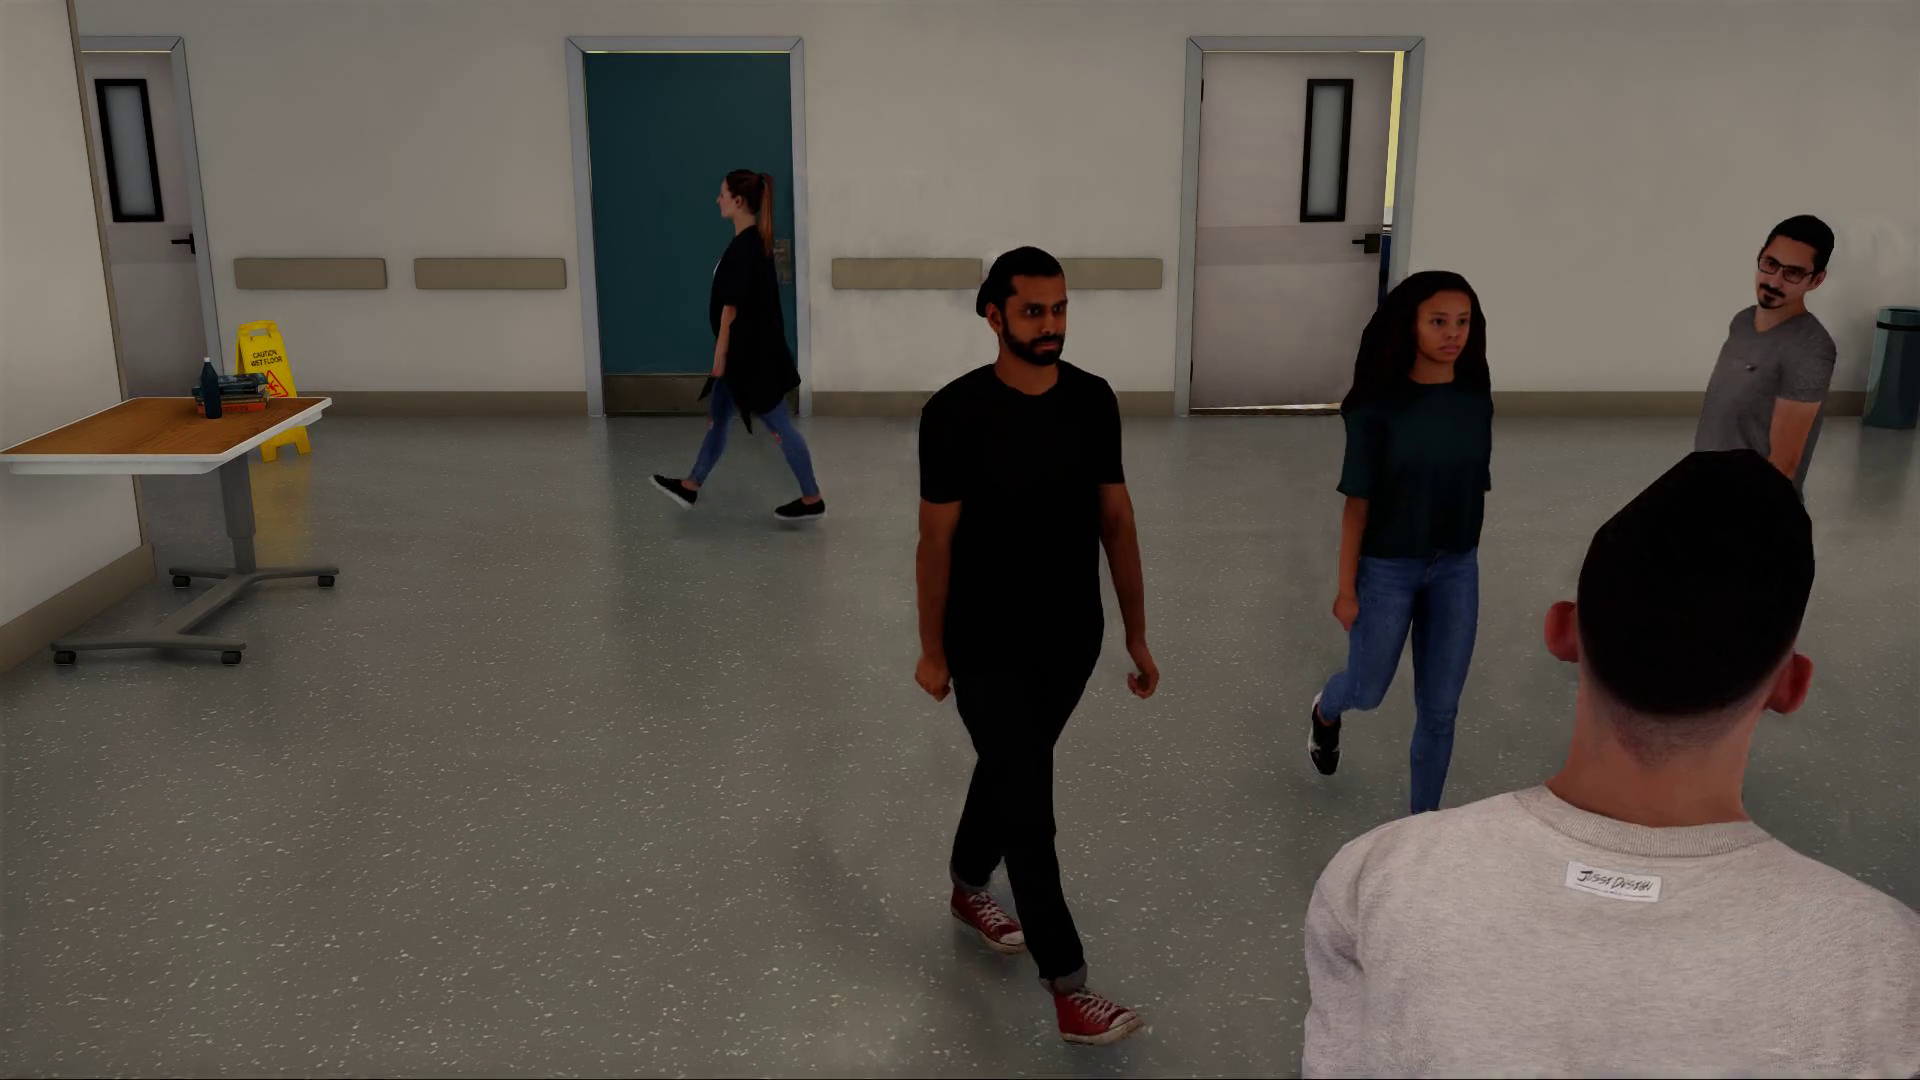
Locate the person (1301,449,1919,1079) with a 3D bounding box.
[{"bbox_3d":[0.513,0.838,1.423,0.991,1.821,0.987,8,18,27],"label":"person"}]

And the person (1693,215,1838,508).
[{"bbox_3d":[2.249,-0.029,4.664,0.606,1.732,0.698,2,16,8],"label":"person"}]

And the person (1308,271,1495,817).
[{"bbox_3d":[1.196,0.077,4.530,0.963,1.599,0.780,-3,16,-12],"label":"person"}]

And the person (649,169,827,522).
[{"bbox_3d":[-0.880,-0.850,7.742,1.110,1.640,0.679,2,16,6],"label":"person"}]

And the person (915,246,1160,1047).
[{"bbox_3d":[0.099,0.221,3.818,1.150,1.709,1.078,-10,19,-31],"label":"person"}]
